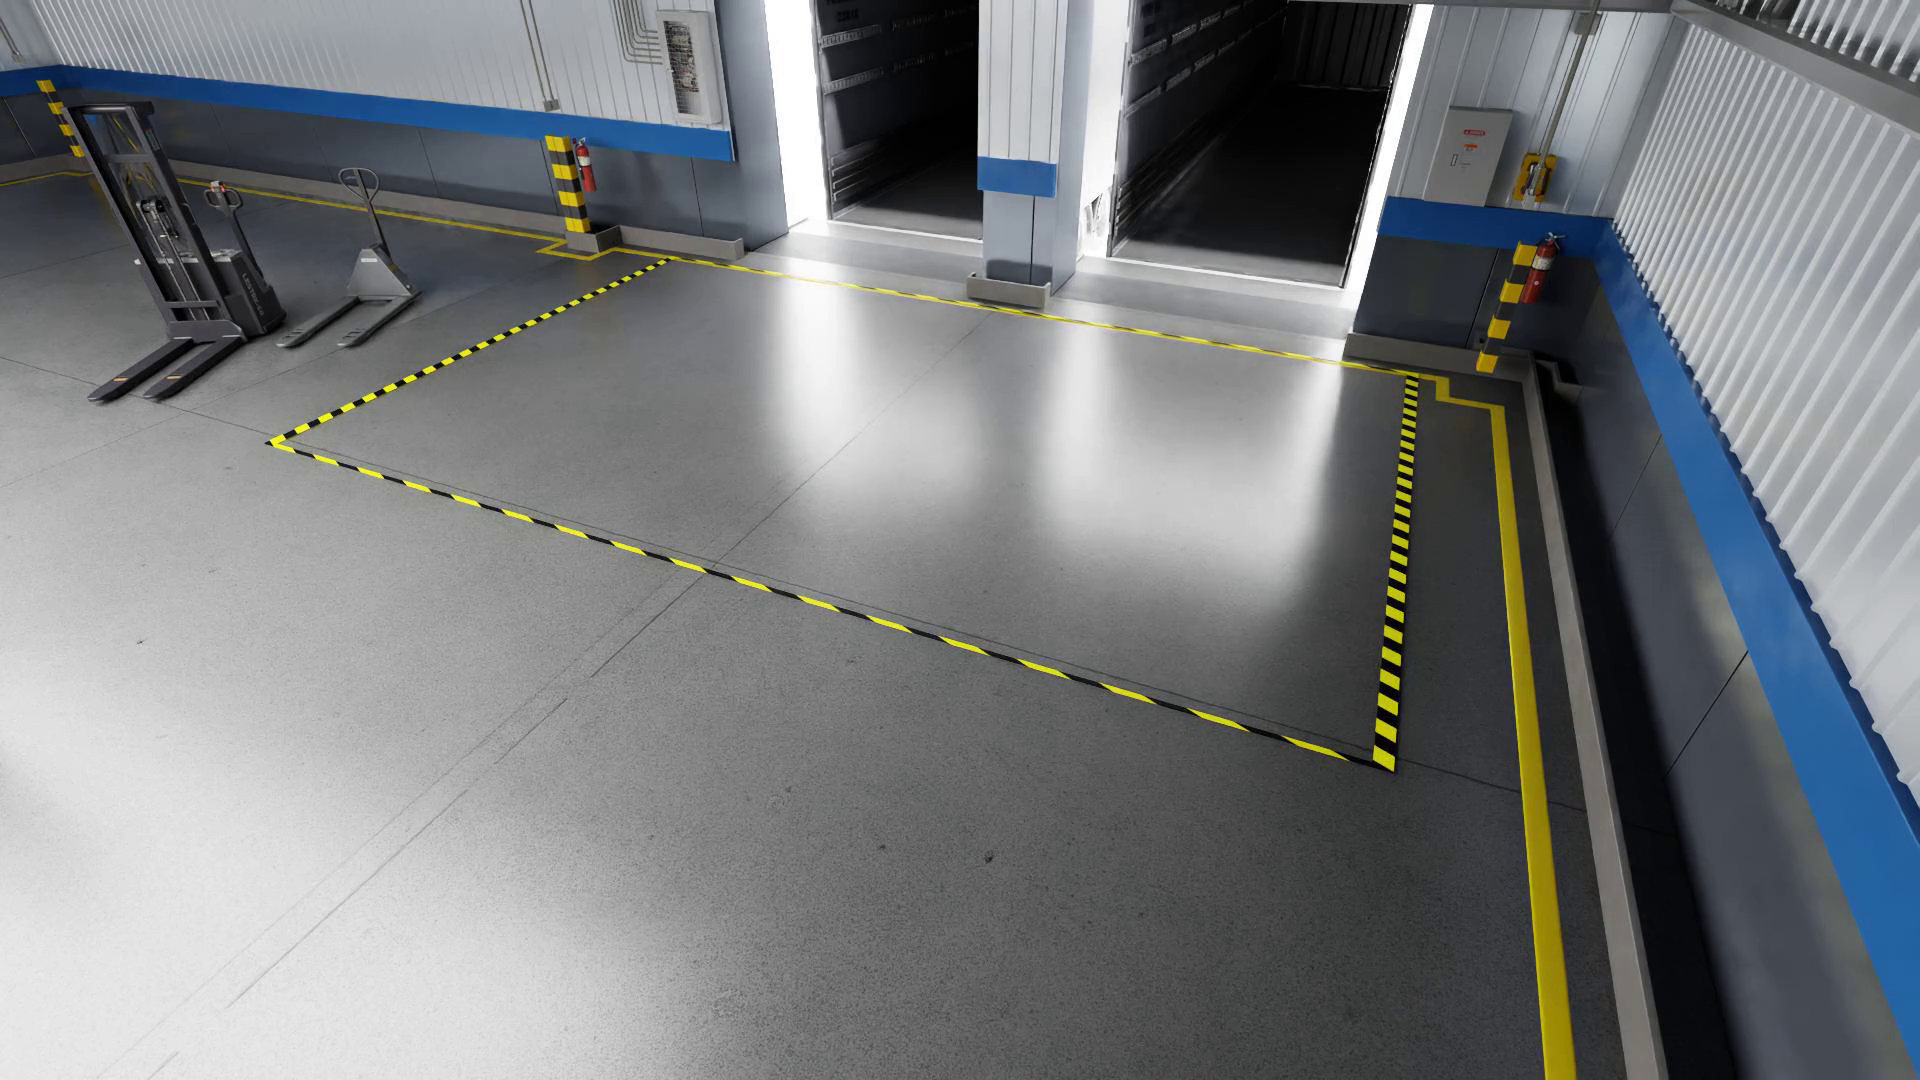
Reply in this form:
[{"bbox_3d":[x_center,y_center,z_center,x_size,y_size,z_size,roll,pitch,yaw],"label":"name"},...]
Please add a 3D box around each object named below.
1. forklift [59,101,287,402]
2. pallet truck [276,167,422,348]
[{"bbox_3d":[-6.686,-2.387,7.434,0.823,1.965,1.885,-3,35,-5],"label":"forklift"},{"bbox_3d":[-5.732,-2.611,8.414,0.680,1.201,1.601,-1,35,-1],"label":"pallet truck"}]
